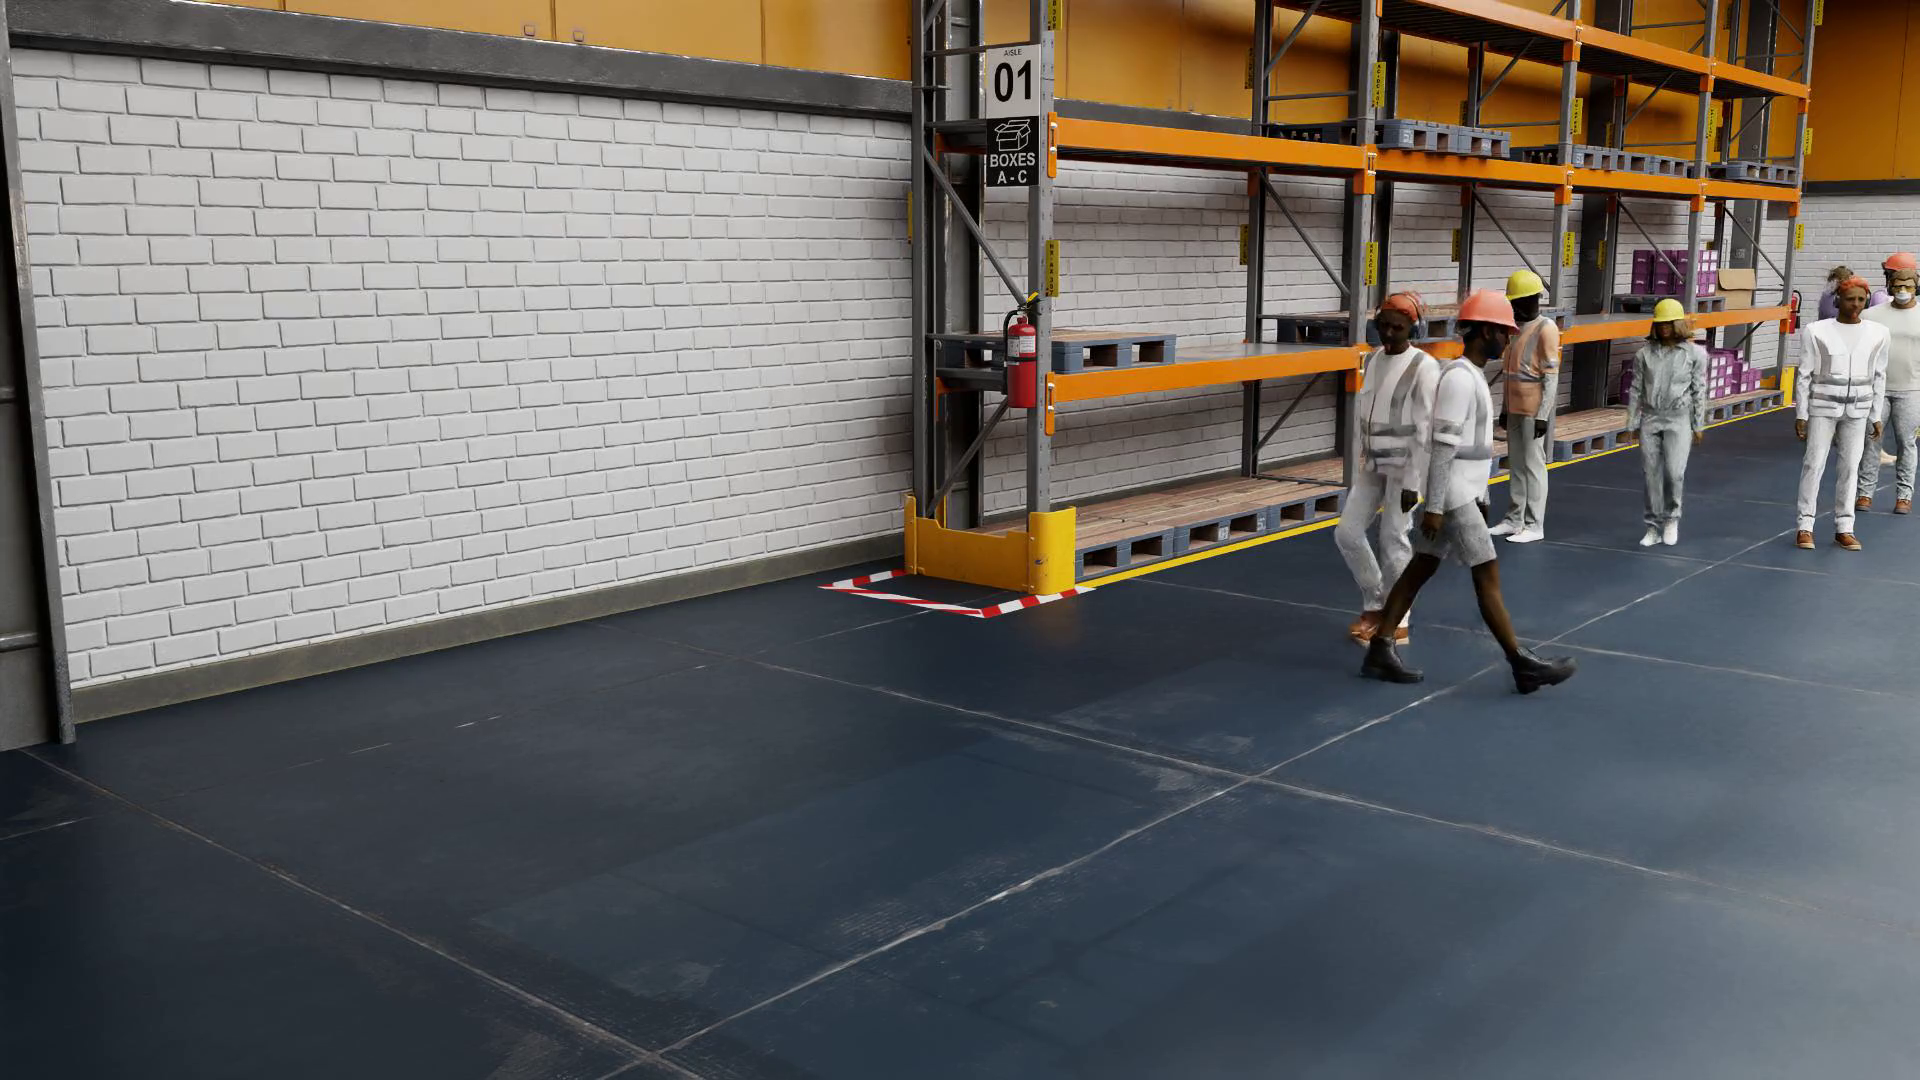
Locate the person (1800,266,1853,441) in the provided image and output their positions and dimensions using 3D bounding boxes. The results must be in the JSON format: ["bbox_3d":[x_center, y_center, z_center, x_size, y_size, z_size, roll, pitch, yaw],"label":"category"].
[{"bbox_3d":[9.244,-1.940,17.576,0.373,1.895,0.707,1,10,4],"label":"person"}]

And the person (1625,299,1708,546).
[{"bbox_3d":[4.874,-0.800,11.528,0.503,1.726,0.402,8,13,39],"label":"person"}]

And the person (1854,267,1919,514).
[{"bbox_3d":[7.332,-1.165,13.047,0.622,1.932,0.368,8,13,38],"label":"person"}]

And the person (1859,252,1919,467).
[{"bbox_3d":[8.891,-1.726,15.921,0.381,2.039,0.606,9,13,41],"label":"person"}]

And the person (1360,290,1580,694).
[{"bbox_3d":[2.394,-0.221,7.804,1.020,1.872,0.562,3,11,19],"label":"person"}]

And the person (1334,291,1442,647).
[{"bbox_3d":[2.191,-0.347,8.575,0.453,1.856,0.619,-4,11,-19],"label":"person"}]

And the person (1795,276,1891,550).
[{"bbox_3d":[6.060,-0.866,11.463,0.576,1.882,0.355,2,10,10],"label":"person"}]

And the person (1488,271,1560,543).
[{"bbox_3d":[3.988,-0.937,11.770,0.390,1.916,0.585,-1,10,-8],"label":"person"}]
